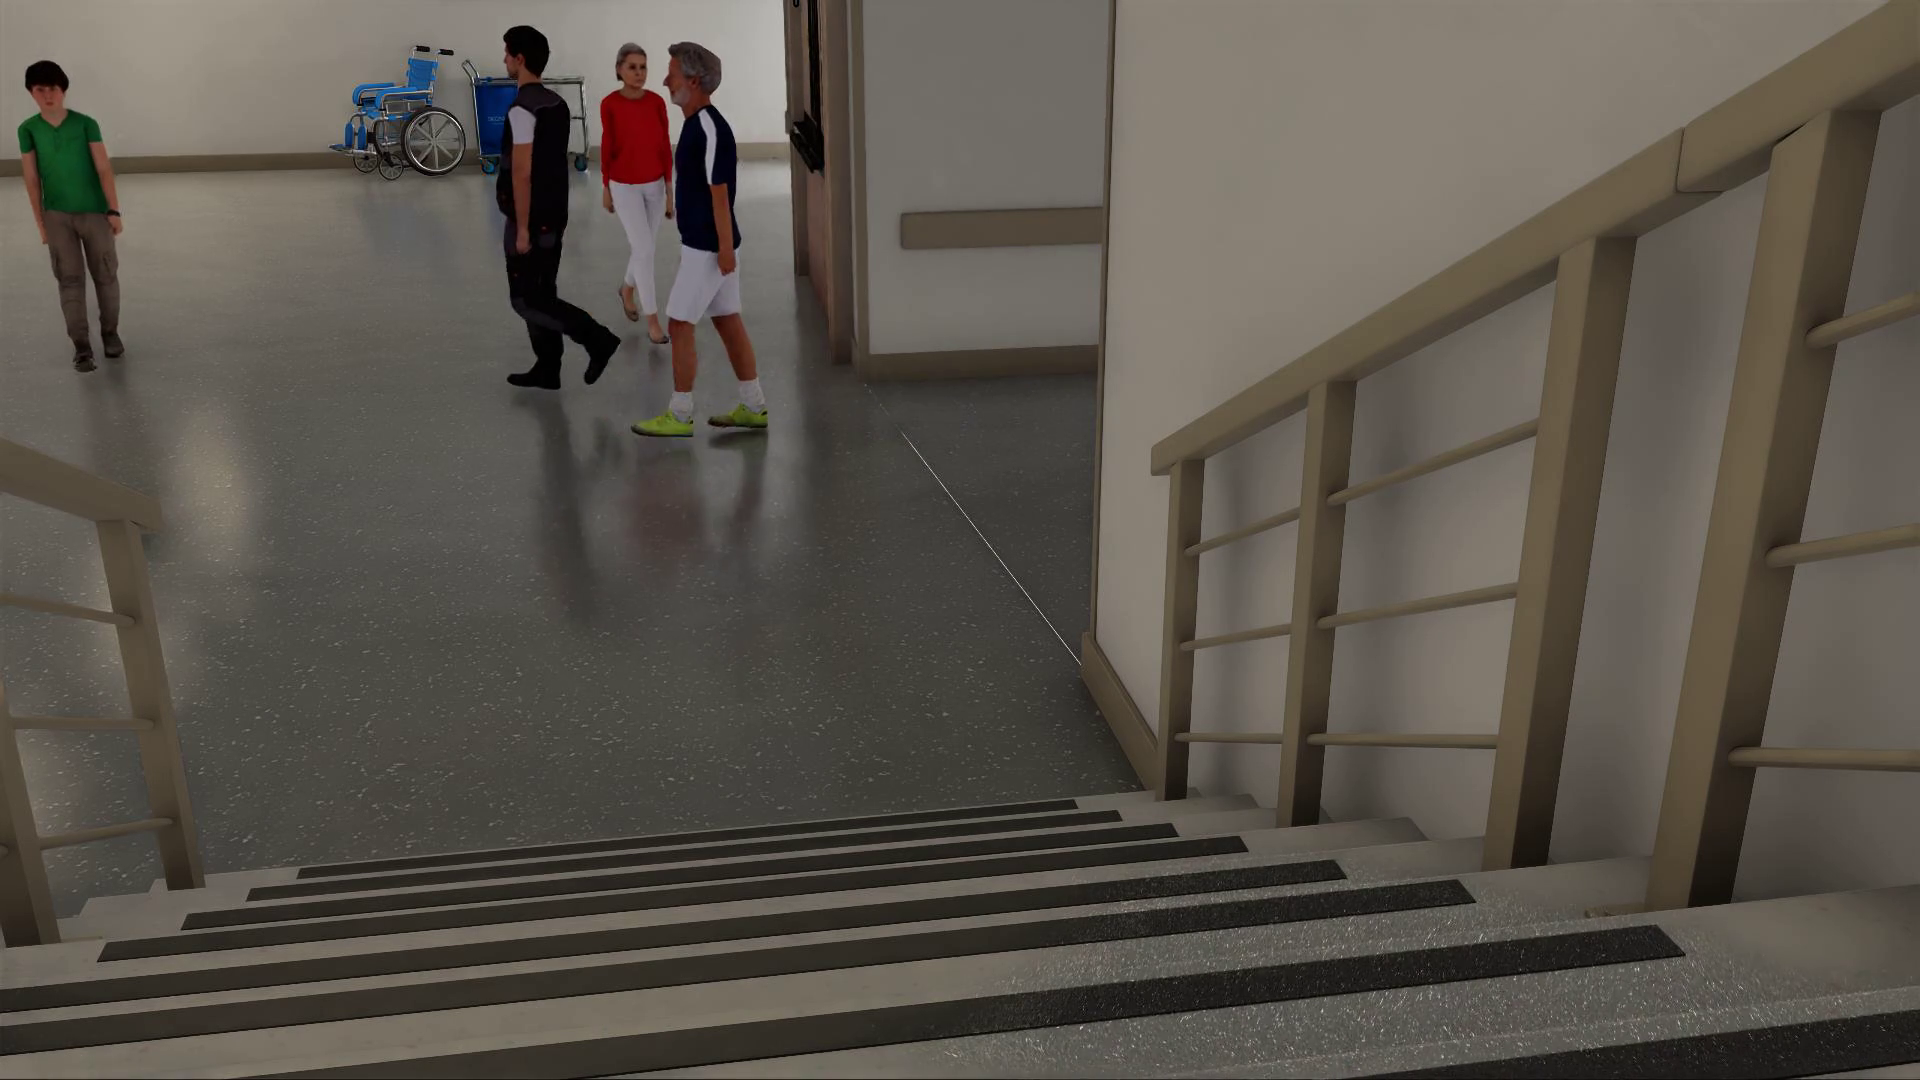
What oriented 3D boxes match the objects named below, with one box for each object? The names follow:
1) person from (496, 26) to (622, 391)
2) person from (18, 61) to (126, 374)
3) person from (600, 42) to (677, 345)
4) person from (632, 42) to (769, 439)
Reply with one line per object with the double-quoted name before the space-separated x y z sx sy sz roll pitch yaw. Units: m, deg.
"person" -2.054 -1.621 8.401 0.877 1.832 0.924 3 21 7
"person" -4.789 -1.754 9.057 0.762 1.616 1.134 -9 23 -22
"person" -1.898 -2.002 9.659 0.816 1.655 1.173 -12 24 -28
"person" -1.091 -1.373 7.770 0.735 1.814 0.816 -4 21 -11
